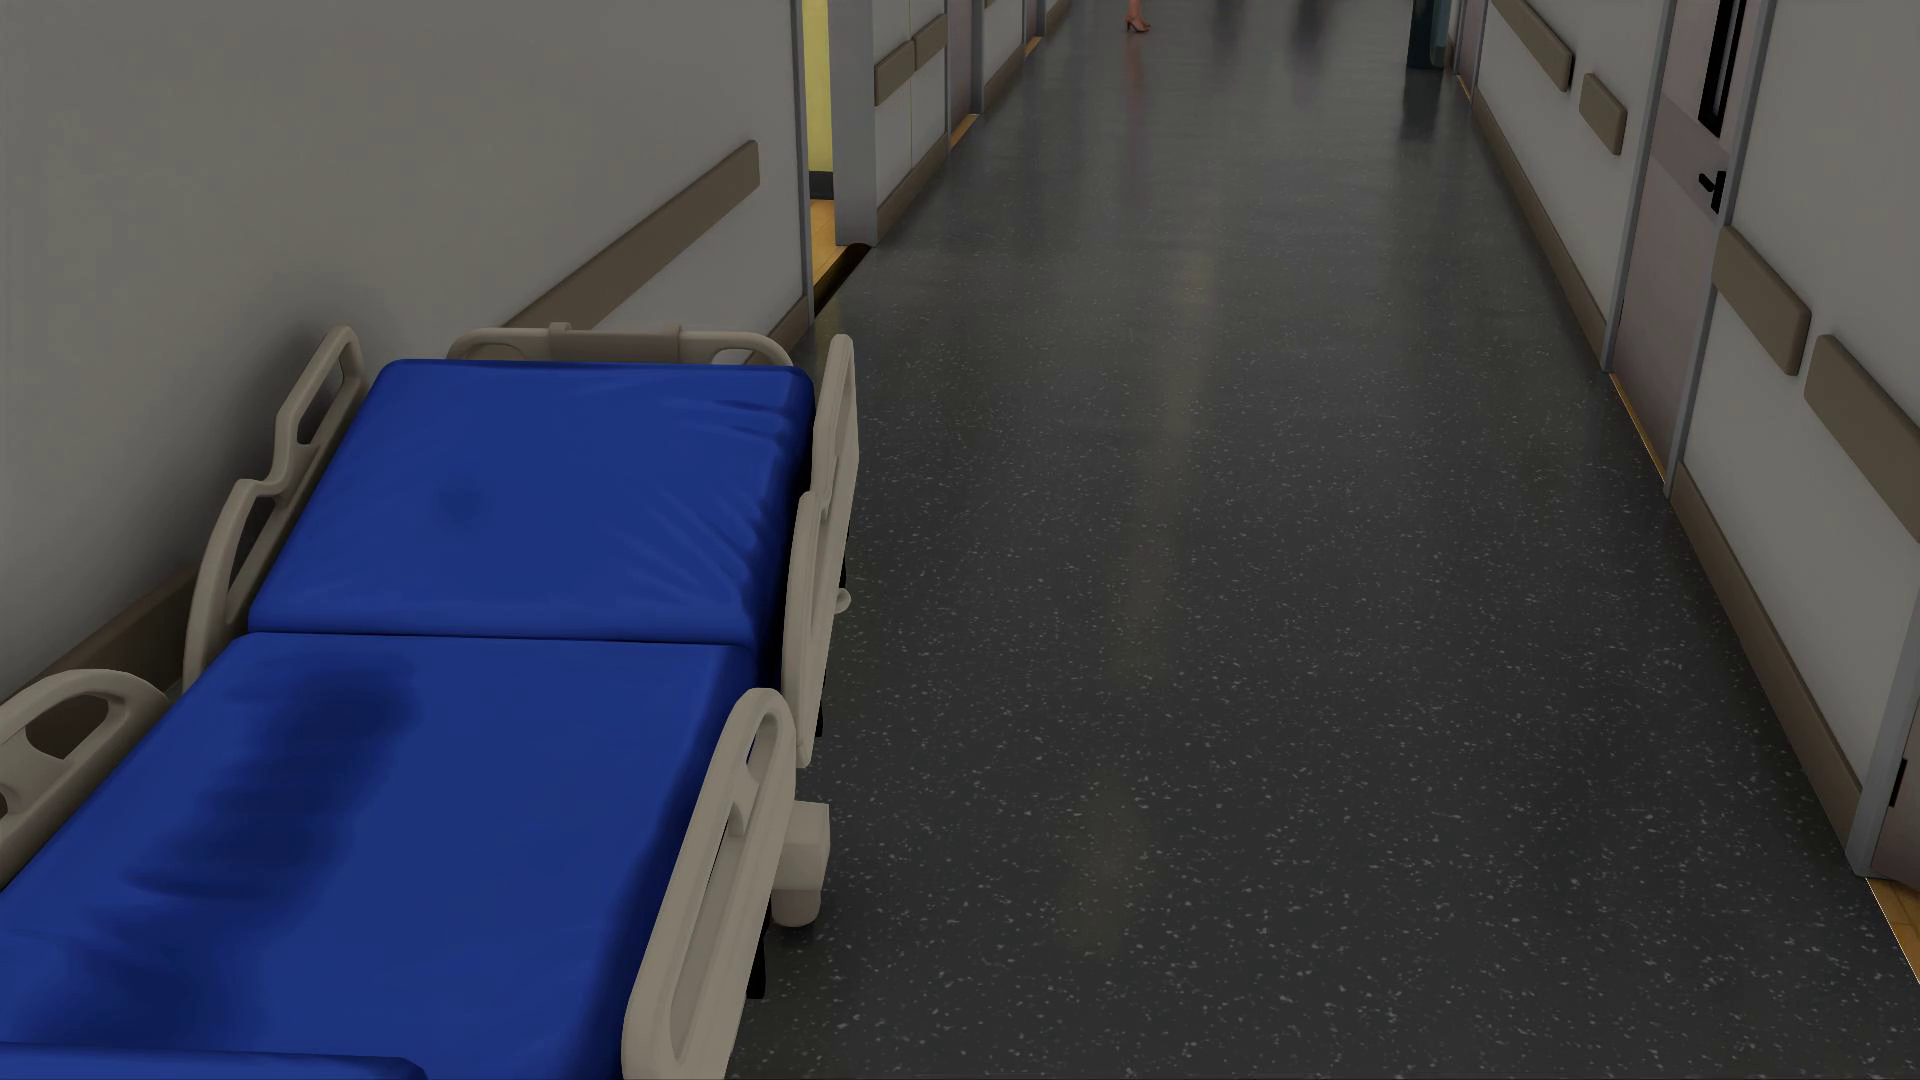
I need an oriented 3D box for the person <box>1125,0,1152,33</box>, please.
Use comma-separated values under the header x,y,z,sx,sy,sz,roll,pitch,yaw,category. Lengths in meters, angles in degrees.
x,y,z,sx,sy,sz,roll,pitch,yaw,category
1.662,-5.492,14.913,0.623,1.769,0.664,6,26,12,person
